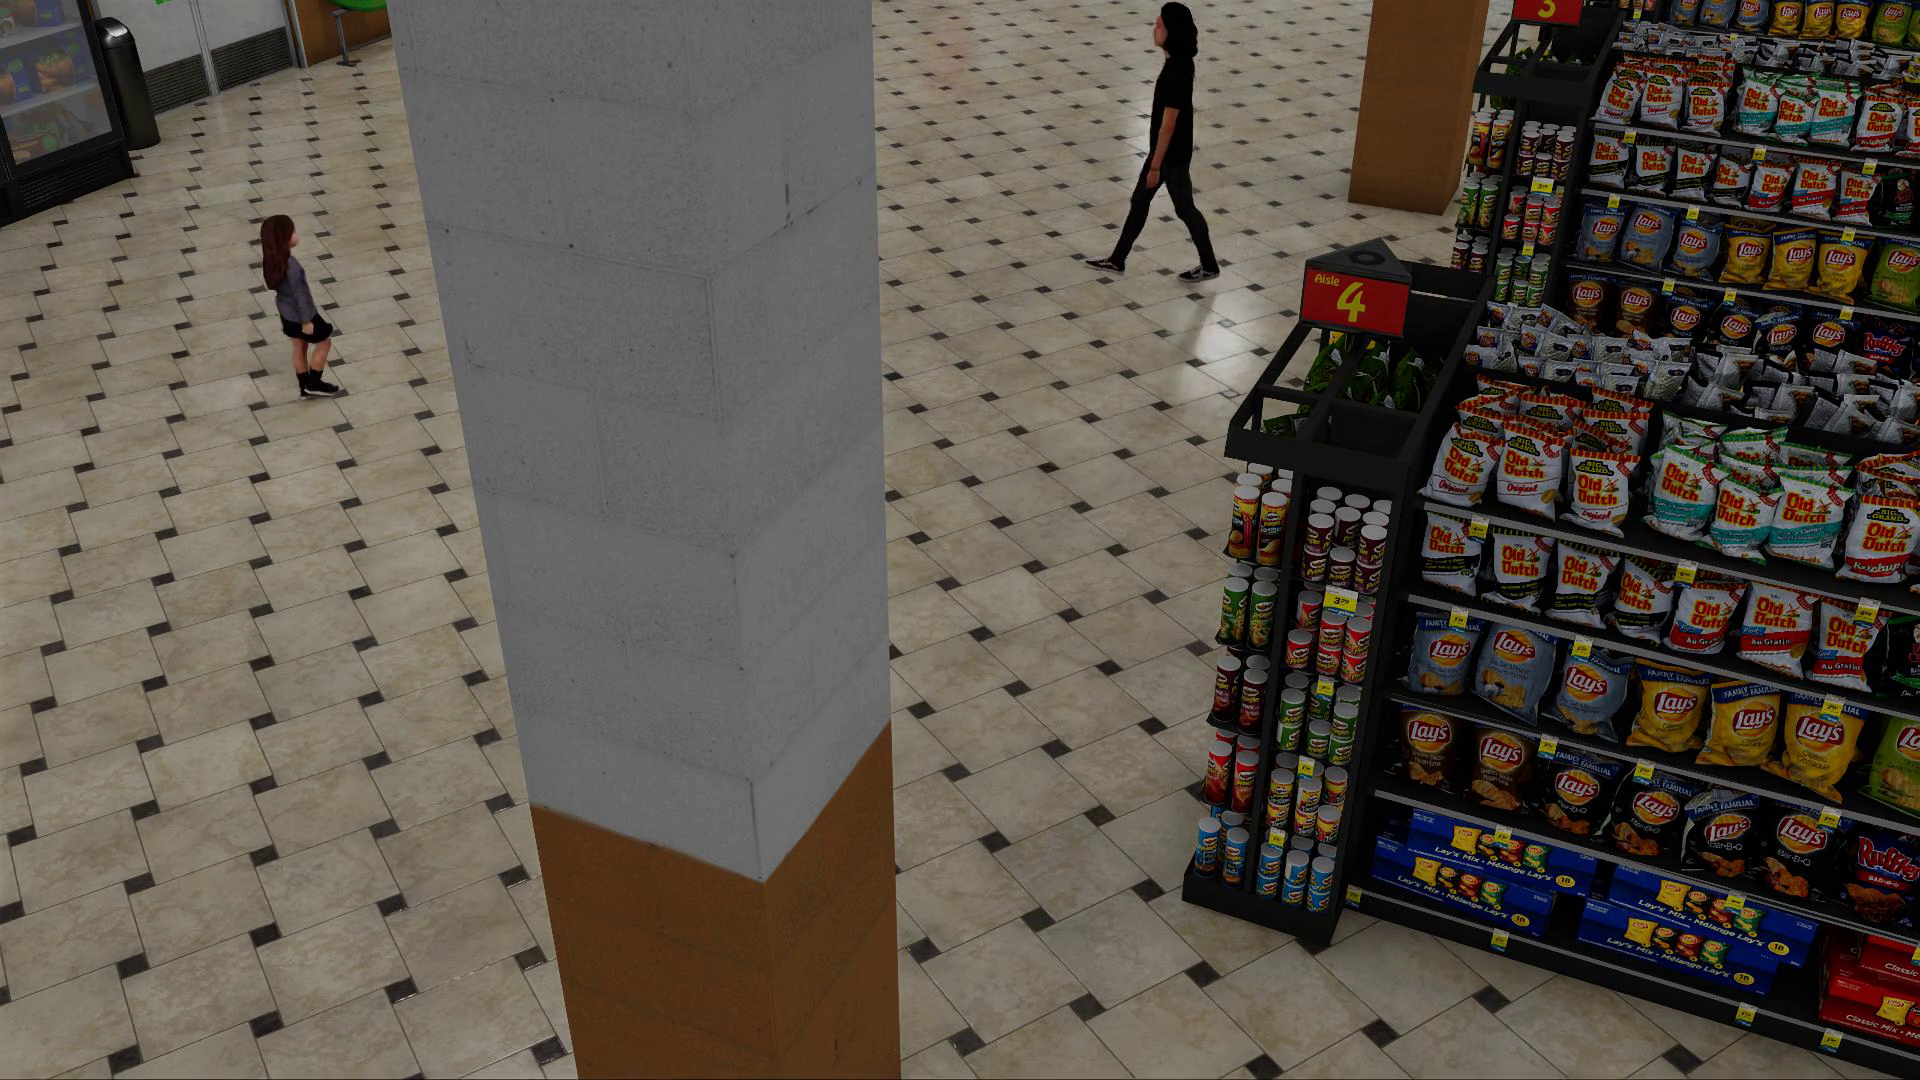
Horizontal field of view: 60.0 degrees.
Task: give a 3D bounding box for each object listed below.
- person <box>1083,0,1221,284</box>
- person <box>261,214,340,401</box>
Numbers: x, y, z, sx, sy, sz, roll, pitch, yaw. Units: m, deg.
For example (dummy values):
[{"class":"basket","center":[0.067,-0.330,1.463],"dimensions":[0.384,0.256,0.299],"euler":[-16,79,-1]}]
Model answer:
[{"class":"person","center":[1.421,-2.453,10.543],"dimensions":[1.226,1.790,0.947],"euler":[2,32,3]},{"class":"person","center":[-3.765,-1.285,9.319],"dimensions":[0.619,1.100,0.533],"euler":[-23,39,-32]}]
